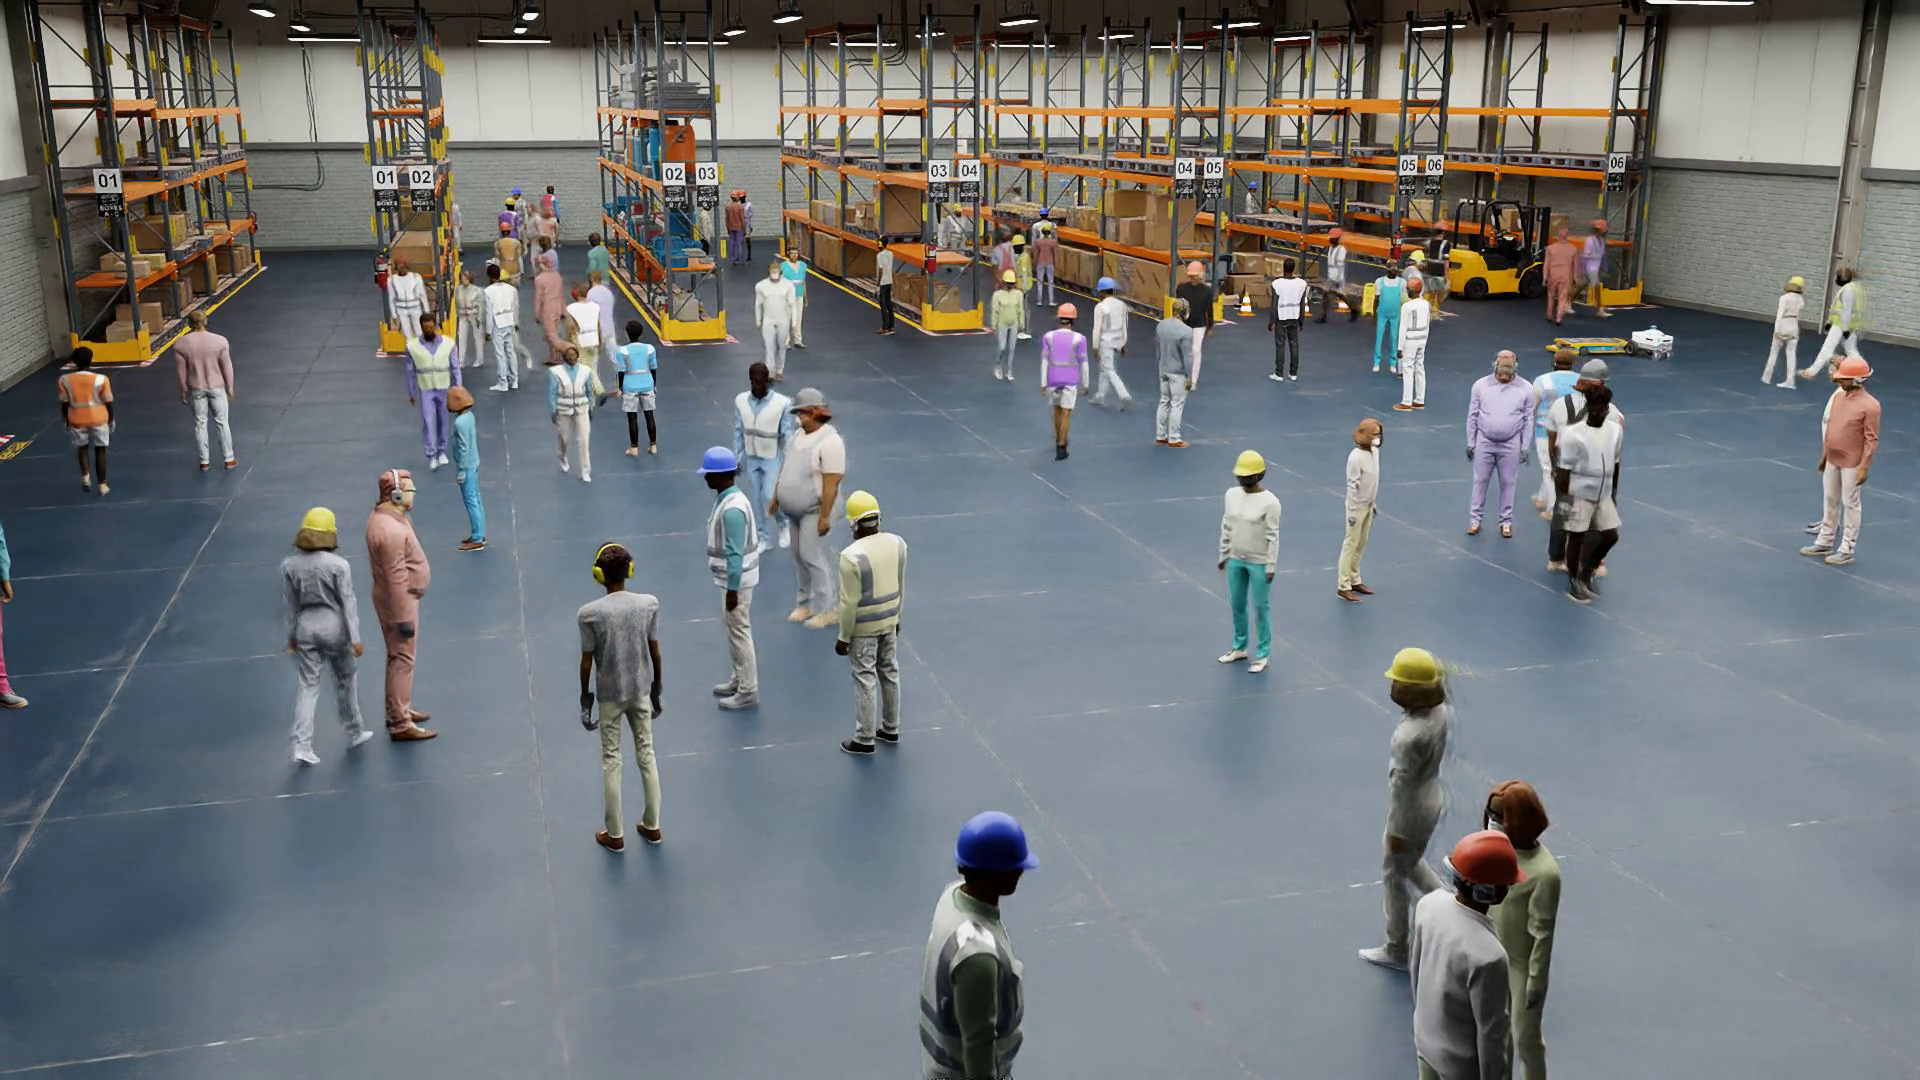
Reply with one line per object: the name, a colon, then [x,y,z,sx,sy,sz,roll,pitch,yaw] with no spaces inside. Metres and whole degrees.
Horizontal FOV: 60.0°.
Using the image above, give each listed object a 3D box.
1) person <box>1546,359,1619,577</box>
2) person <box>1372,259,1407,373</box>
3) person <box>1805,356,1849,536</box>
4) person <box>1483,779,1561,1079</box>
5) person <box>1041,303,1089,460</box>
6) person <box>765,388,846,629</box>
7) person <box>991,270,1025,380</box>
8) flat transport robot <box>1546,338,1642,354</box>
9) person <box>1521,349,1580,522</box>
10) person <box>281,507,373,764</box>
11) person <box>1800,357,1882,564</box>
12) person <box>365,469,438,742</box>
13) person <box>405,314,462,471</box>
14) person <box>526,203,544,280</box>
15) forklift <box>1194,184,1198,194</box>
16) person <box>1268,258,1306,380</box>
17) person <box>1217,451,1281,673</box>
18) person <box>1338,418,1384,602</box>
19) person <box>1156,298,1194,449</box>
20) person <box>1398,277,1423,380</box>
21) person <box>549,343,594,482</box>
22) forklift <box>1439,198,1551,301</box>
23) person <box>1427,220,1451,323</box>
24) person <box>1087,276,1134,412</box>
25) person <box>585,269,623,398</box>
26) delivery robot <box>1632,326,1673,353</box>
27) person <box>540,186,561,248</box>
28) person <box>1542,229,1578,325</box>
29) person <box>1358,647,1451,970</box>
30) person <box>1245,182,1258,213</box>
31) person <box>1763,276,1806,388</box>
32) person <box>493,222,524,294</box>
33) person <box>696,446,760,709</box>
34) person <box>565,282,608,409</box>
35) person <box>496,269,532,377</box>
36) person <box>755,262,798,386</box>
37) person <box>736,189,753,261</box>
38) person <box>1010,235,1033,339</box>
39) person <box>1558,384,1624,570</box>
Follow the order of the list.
person: [5.830,-0.678,15.489,0.536,2.000,0.688,-11,19,-37]
person: [6.943,-3.623,26.943,0.513,1.846,0.340,3,15,11]
person: [8.952,-0.958,16.946,0.395,1.831,0.576,8,17,28]
person: [2.328,1.775,7.057,0.295,1.622,0.494,-5,16,-20]
person: [1.334,-1.990,20.702,0.573,1.891,0.929,6,16,20]
person: [-1.292,-0.292,14.035,0.590,2.000,0.728,-9,18,-31]
person: [0.760,-3.379,26.225,0.522,1.750,0.428,-5,16,-19]
flat transport robot: [11.103,-3.400,29.121,1.431,0.197,0.652,-1,15,-4]
person: [6.264,-1.141,17.682,0.633,1.796,0.918,-2,15,-9]
person: [-4.304,0.651,11.171,0.518,1.749,0.595,1,15,5]
person: [8.455,-0.763,15.906,0.392,1.988,0.609,-3,15,-10]
person: [-3.873,0.444,11.554,0.398,1.900,0.653,-6,16,-22]
person: [-6.283,-1.774,19.947,0.603,1.865,0.978,-7,16,-25]
person: [-10.417,-7.394,41.131,0.789,1.860,0.662,-9,17,-31]
forklift: [7.392,-11.333,53.972,1.873,2.768,1.129,-4,15,-15]
person: [5.166,-3.478,26.258,0.598,1.917,0.375,-4,15,-14]
person: [2.220,0.161,12.902,0.376,1.754,0.536,-14,20,-42]
person: [3.571,-0.277,14.760,0.278,1.631,0.505,11,18,36]
person: [2.723,-2.106,21.092,0.378,1.928,0.636,-10,18,-33]
person: [7.150,-3.358,26.376,0.287,1.628,0.505,-7,17,-26]
person: [-4.553,-1.524,19.505,0.520,1.611,0.738,-6,16,-20]
forklift: [11.913,-6.508,37.130,2.313,2.155,1.214,-4,15,-15]
person: [9.475,-5.296,32.907,0.440,2.026,0.603,-9,18,-31]
person: [2.174,-2.793,23.721,0.613,1.910,0.910,-14,20,-43]
person: [-5.375,-3.070,24.772,1.016,1.883,0.646,9,17,29]
delivery robot: [11.873,-3.429,28.509,0.477,0.478,0.707,-5,16,-17]
person: [-12.203,-9.649,49.655,0.619,1.836,0.431,6,16,23]
person: [11.828,-5.179,32.791,0.661,1.862,0.993,4,16,16]
person: [2.331,1.375,8.357,0.493,1.724,0.500,11,19,37]
person: [8.664,-9.665,49.483,0.389,1.946,0.614,5,16,19]
person: [12.786,-3.227,25.763,0.545,1.682,0.767,-2,15,-7]
person: [-9.209,-5.524,33.948,0.567,1.915,0.627,-5,16,-17]
person: [-1.674,0.268,12.132,0.426,1.938,0.624,-3,15,-13]
person: [-5.374,-2.764,23.762,0.465,1.822,0.561,10,18,34]
person: [-7.224,-3.501,26.730,0.500,1.718,0.665,6,16,21]
person: [-2.854,-3.359,25.869,0.659,1.882,1.023,-1,15,-4]
person: [-5.940,-8.624,45.587,0.551,1.936,0.356,3,15,10]
person: [1.128,-4.700,30.881,0.432,1.914,0.592,-1,15,-2]
person: [5.864,-0.616,15.521,0.403,1.908,0.599,-9,17,-31]
